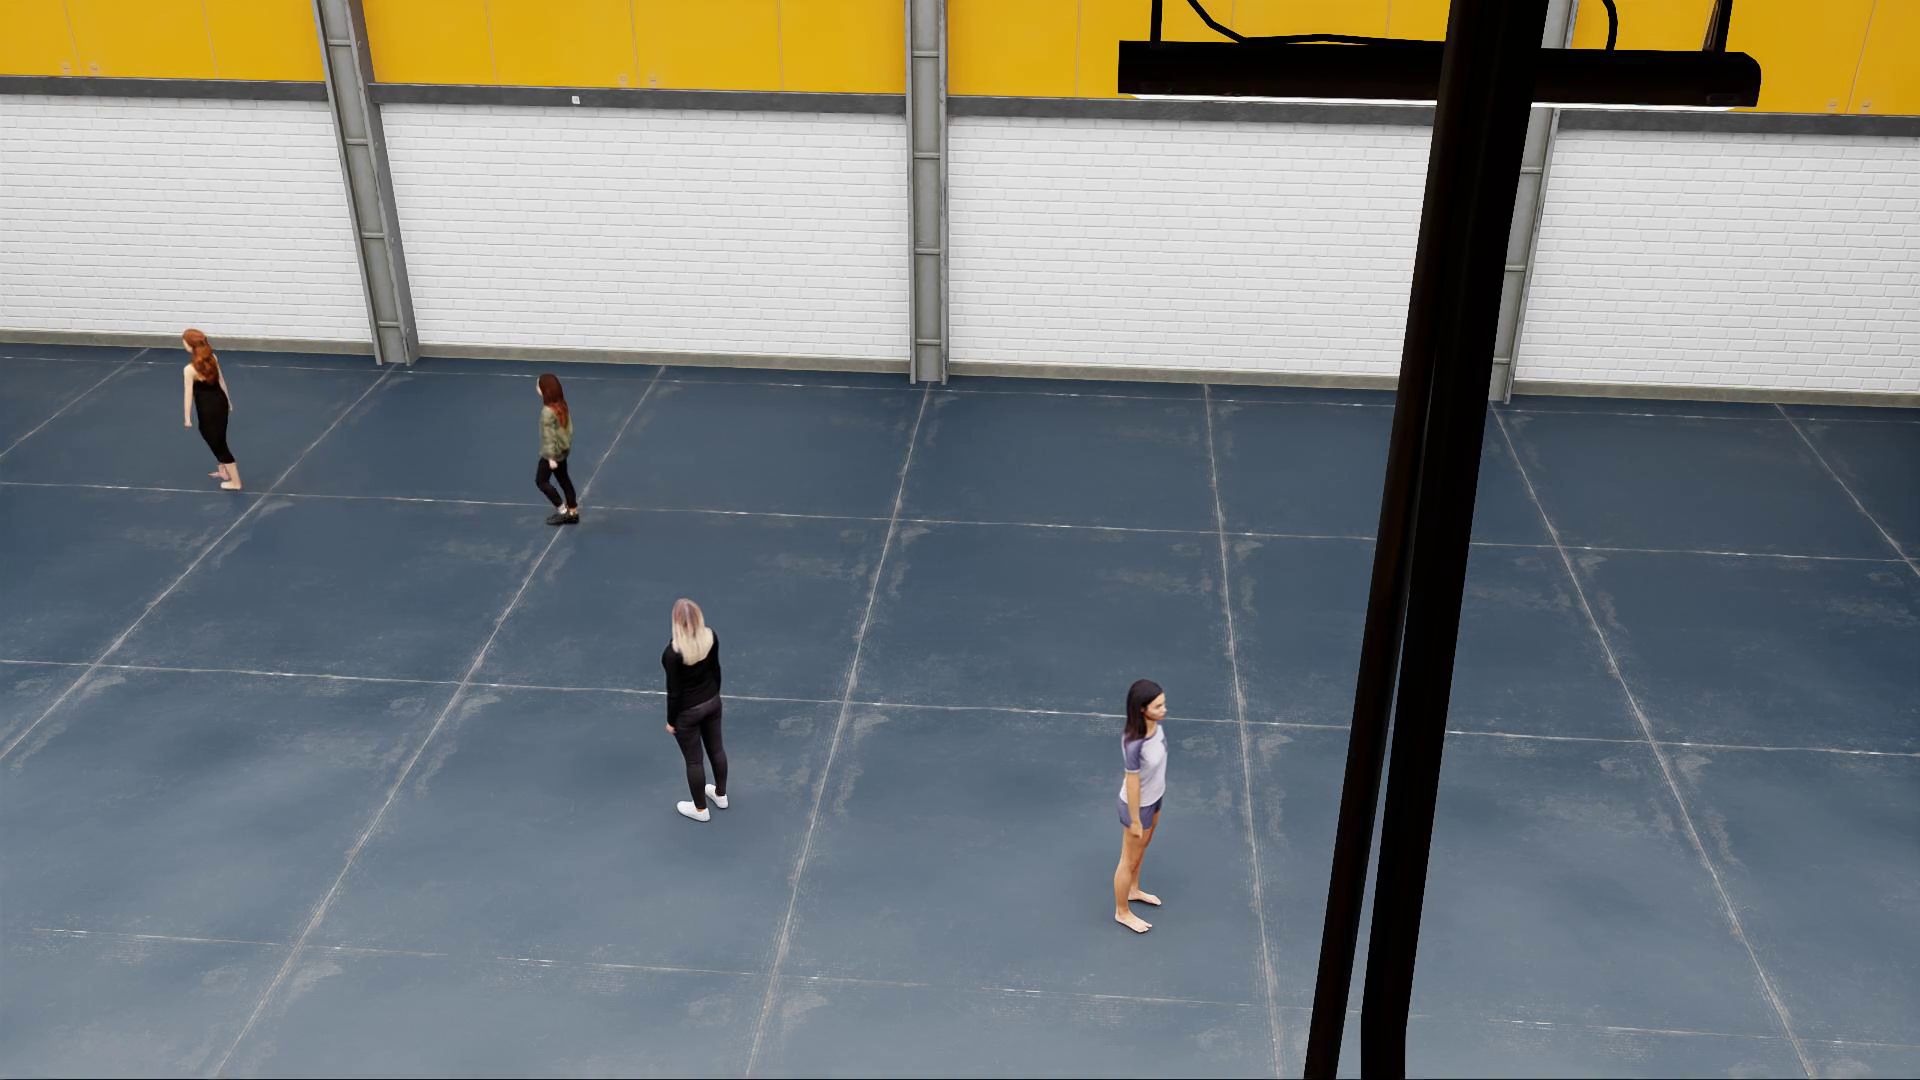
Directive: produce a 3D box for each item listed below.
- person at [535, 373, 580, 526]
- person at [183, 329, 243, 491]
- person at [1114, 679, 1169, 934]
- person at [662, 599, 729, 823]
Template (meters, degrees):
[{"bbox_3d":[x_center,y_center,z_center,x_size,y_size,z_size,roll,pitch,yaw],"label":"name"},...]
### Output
[{"bbox_3d":[-3.555,-0.790,14.894,0.550,1.466,0.596,3,29,5],"label":"person"},{"bbox_3d":[-6.900,-1.194,15.480,0.752,1.614,0.675,9,30,15],"label":"person"},{"bbox_3d":[1.112,1.604,10.225,0.613,1.734,0.643,11,31,20],"label":"person"},{"bbox_3d":[-1.761,1.134,11.137,0.728,1.686,0.692,24,37,37],"label":"person"}]
